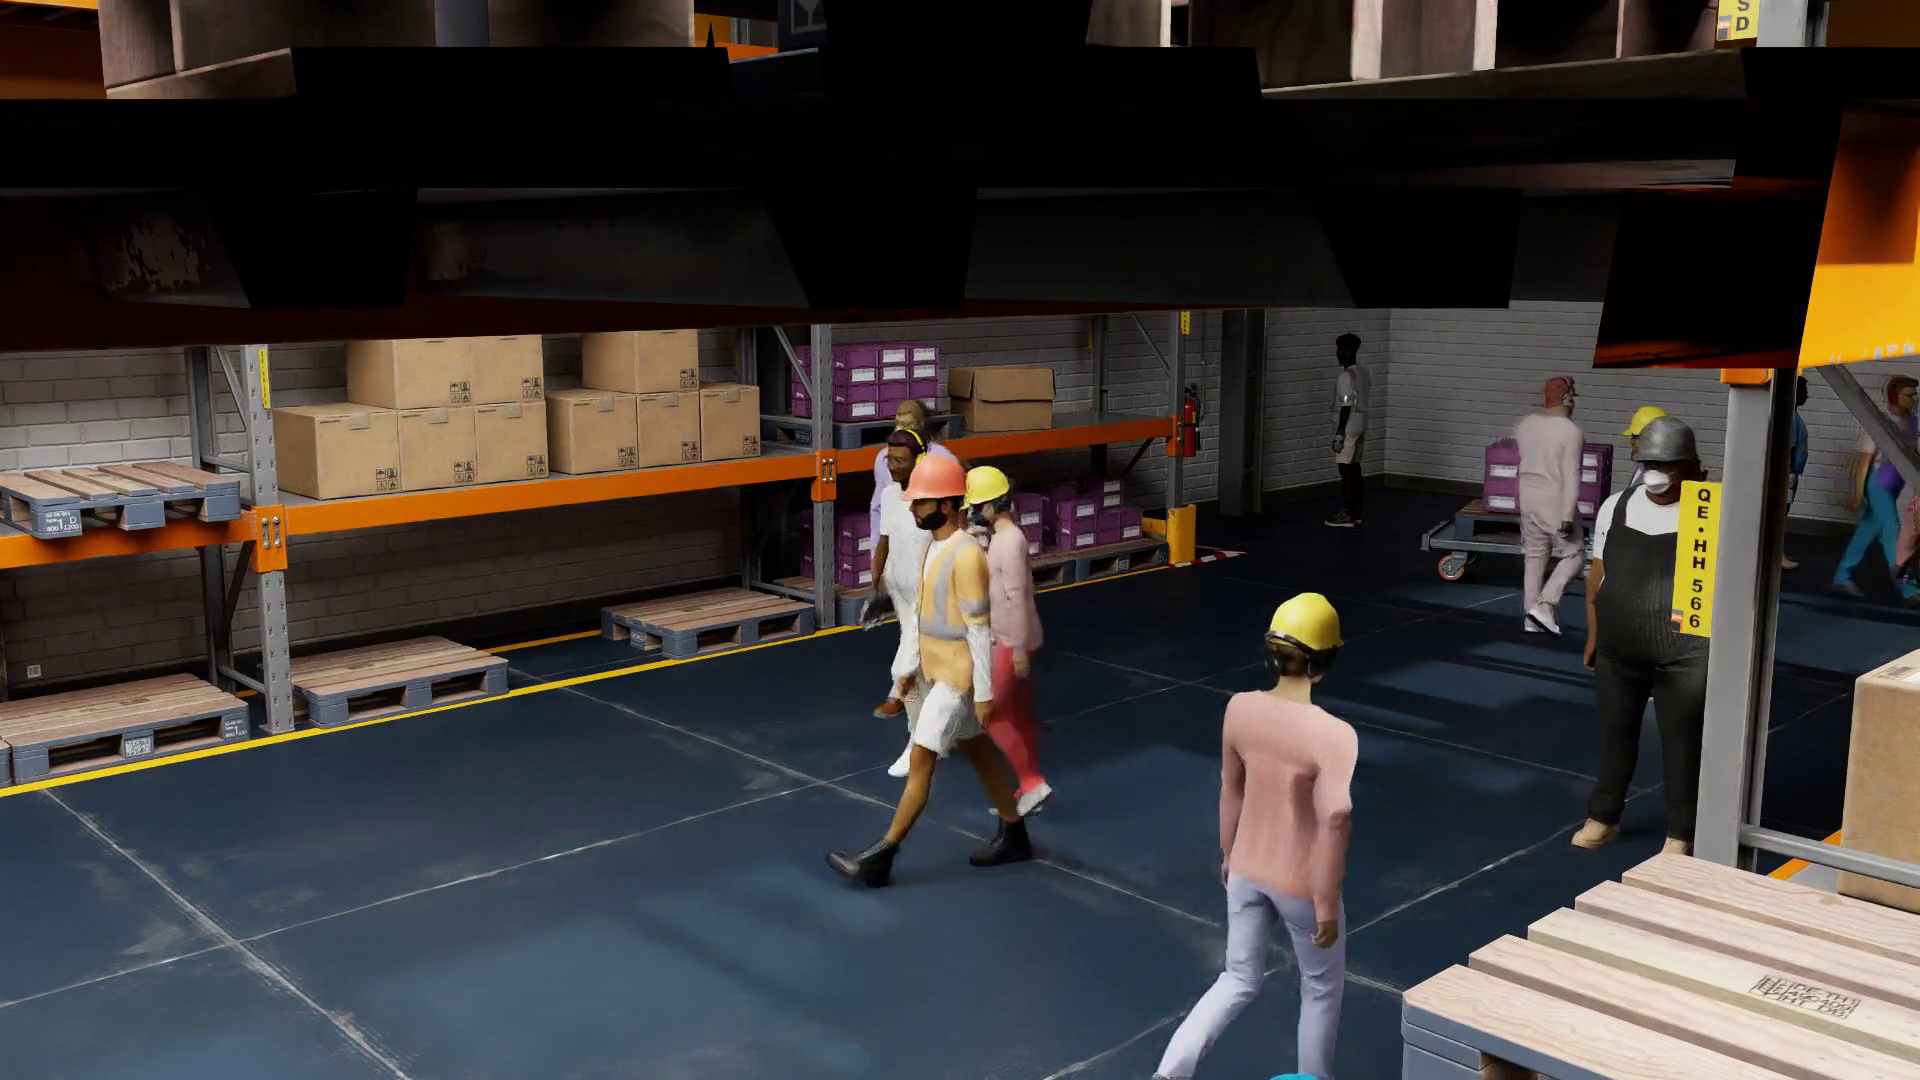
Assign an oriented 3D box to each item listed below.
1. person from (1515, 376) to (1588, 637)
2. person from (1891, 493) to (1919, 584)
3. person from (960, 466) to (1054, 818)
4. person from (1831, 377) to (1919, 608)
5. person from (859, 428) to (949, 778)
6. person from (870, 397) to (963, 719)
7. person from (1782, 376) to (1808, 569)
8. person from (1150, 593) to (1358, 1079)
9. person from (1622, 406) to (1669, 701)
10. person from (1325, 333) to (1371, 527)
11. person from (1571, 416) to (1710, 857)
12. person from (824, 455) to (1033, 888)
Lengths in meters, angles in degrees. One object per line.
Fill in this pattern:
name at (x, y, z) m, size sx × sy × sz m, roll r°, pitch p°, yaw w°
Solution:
person at (4.260, -0.235, 11.955) m, size 0.426 × 1.888 × 0.649 m, roll -4°, pitch 11°, yaw -24°
person at (5.752, 0.140, 9.790) m, size 0.741 × 1.880 × 0.673 m, roll -2°, pitch 10°, yaw -12°
person at (0.214, 0.507, 8.050) m, size 0.439 × 1.727 × 0.554 m, roll 0°, pitch 10°, yaw -1°
person at (7.359, -0.385, 13.102) m, size 0.579 × 1.793 × 0.949 m, roll -7°, pitch 12°, yaw -35°
person at (-0.264, 0.331, 8.782) m, size 0.669 × 1.849 × 0.493 m, roll -7°, pitch 12°, yaw -37°
person at (-0.254, 0.068, 10.147) m, size 0.641 × 1.909 × 0.936 m, roll 7°, pitch 12°, yaw 37°
person at (7.292, -0.602, 14.670) m, size 0.318 × 1.697 × 0.534 m, roll 3°, pitch 10°, yaw 19°
person at (0.922, 1.026, 5.042) m, size 0.763 × 1.739 × 0.527 m, roll -7°, pitch 12°, yaw -37°
person at (4.262, 0.083, 10.308) m, size 0.405 × 1.824 × 0.585 m, roll 2°, pitch 10°, yaw 9°
person at (3.942, -1.116, 16.894) m, size 0.362 × 1.962 × 0.613 m, roll 6°, pitch 12°, yaw 33°
person at (3.116, 0.453, 7.484) m, size 0.688 × 2.000 × 0.536 m, roll 9°, pitch 13°, yaw 43°
person at (-0.100, 0.568, 7.274) m, size 1.008 × 1.878 × 0.569 m, roll -3°, pitch 10°, yaw -15°
